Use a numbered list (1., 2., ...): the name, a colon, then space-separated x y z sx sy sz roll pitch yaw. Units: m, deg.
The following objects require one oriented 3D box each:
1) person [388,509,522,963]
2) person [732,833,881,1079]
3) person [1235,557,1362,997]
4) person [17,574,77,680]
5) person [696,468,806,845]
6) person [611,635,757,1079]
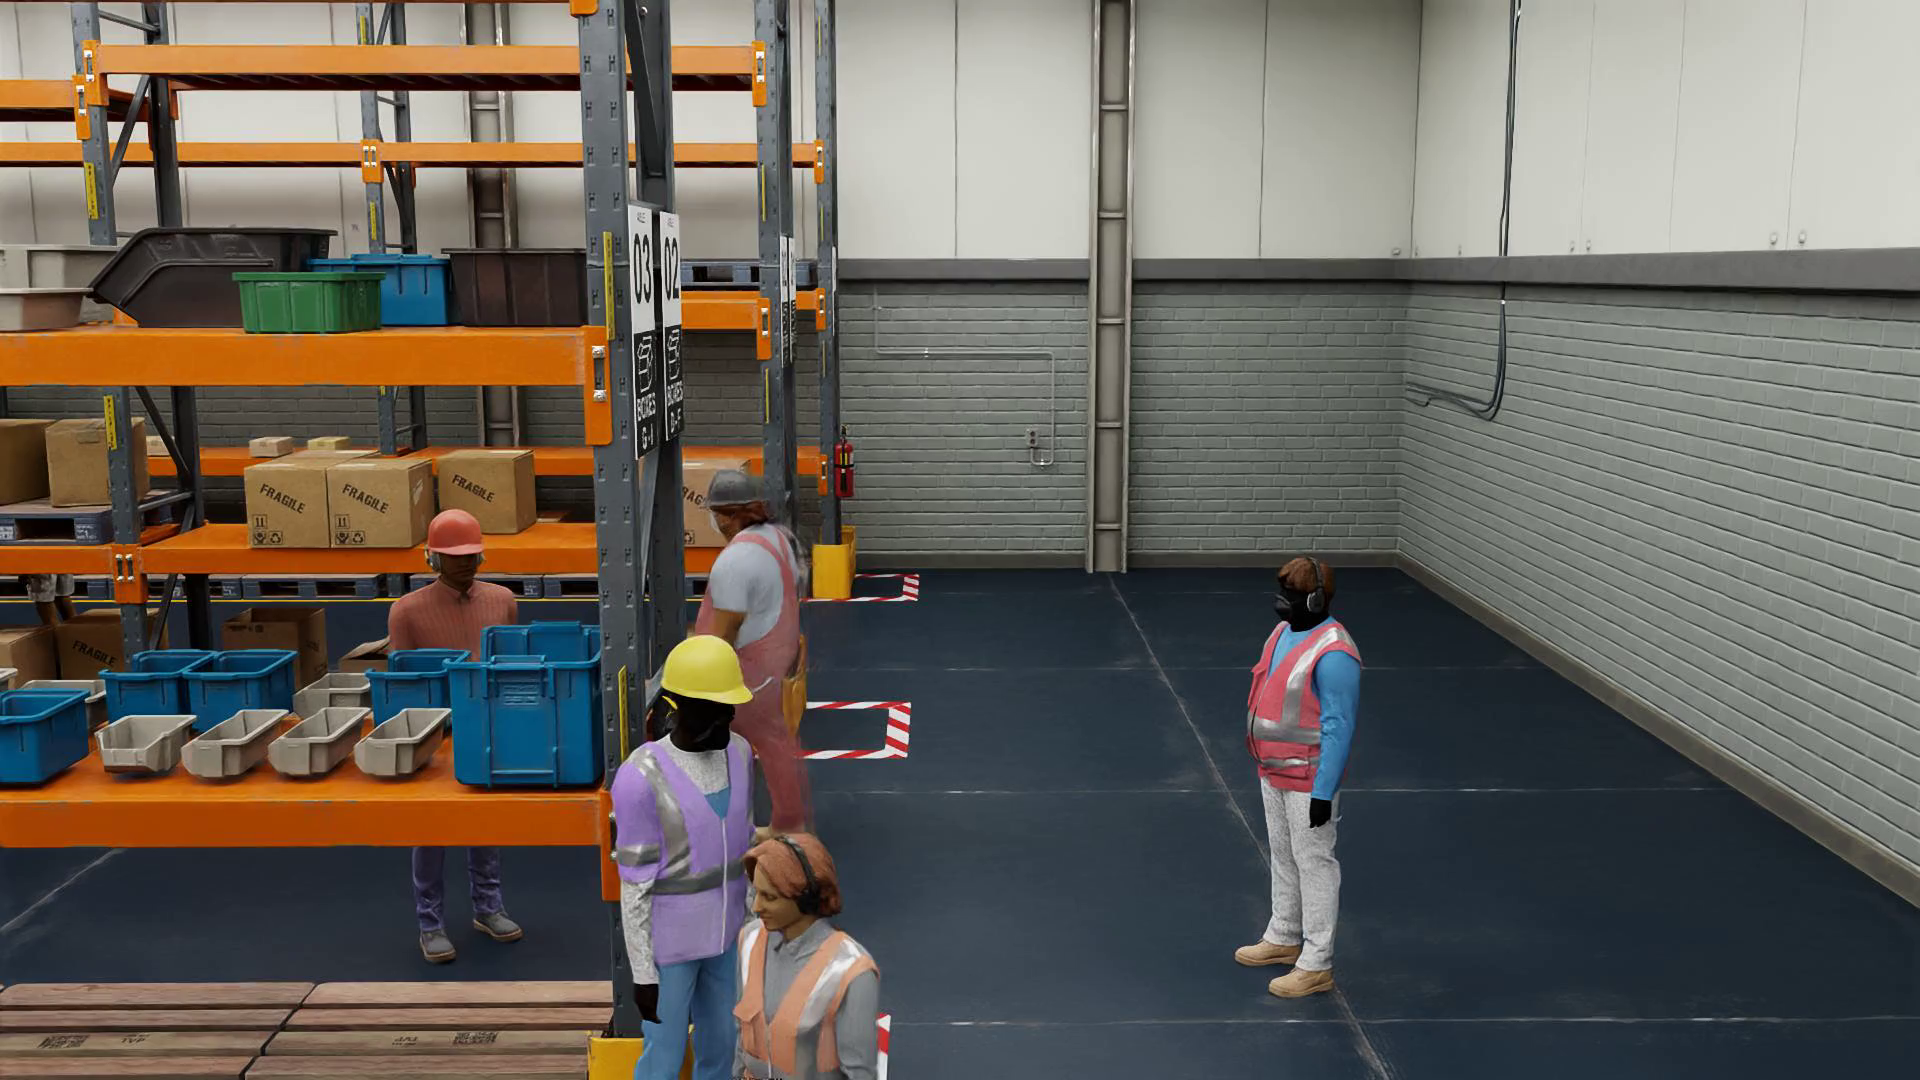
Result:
1. person: -2.202 0.847 7.372 0.612 1.994 0.395 -8 12 -42
2. person: -0.386 1.535 4.273 0.527 1.627 0.313 9 13 43
3. person: 1.421 0.982 7.011 0.429 1.846 0.626 -2 10 -14
4. person: -6.672 0.103 12.110 0.362 1.938 0.545 1 9 3
5. person: -1.207 0.604 8.721 0.932 2.000 0.704 2 9 12
6. person: -0.819 1.236 5.232 0.395 1.918 0.591 6 11 35
